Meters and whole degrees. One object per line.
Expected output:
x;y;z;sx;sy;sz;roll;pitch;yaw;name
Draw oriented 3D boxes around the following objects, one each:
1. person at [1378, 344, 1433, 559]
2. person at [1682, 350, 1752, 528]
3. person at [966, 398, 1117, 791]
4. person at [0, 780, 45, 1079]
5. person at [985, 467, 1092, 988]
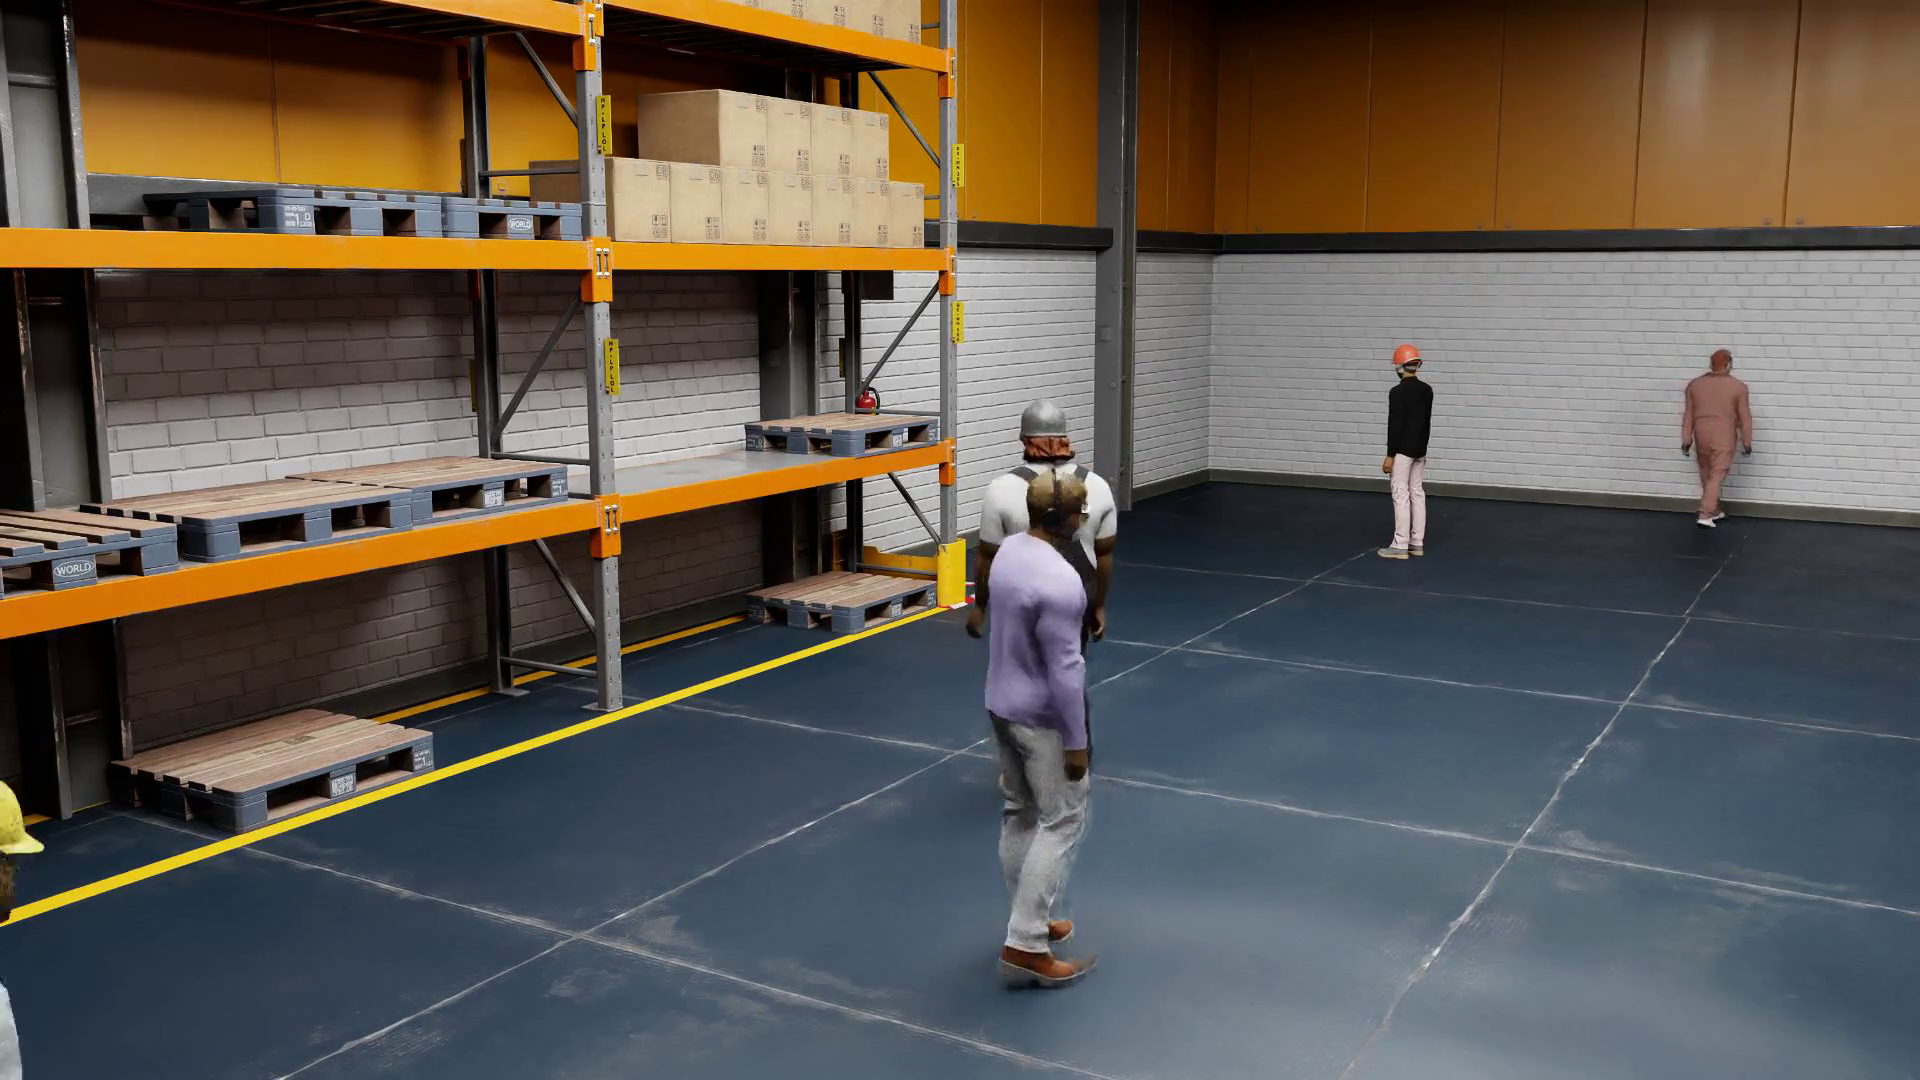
4.150;-0.823;15.503;0.622;1.990;0.388;-8;12;-41;person
7.967;-1.068;17.477;0.972;1.856;0.658;-7;12;-39;person
0.398;0.294;8.387;0.703;2.000;0.536;-3;10;-20;person
-2.011;1.294;3.184;0.759;1.716;0.503;-6;11;-32;person
0.267;0.685;6.318;0.491;1.927;0.694;-4;10;-23;person
